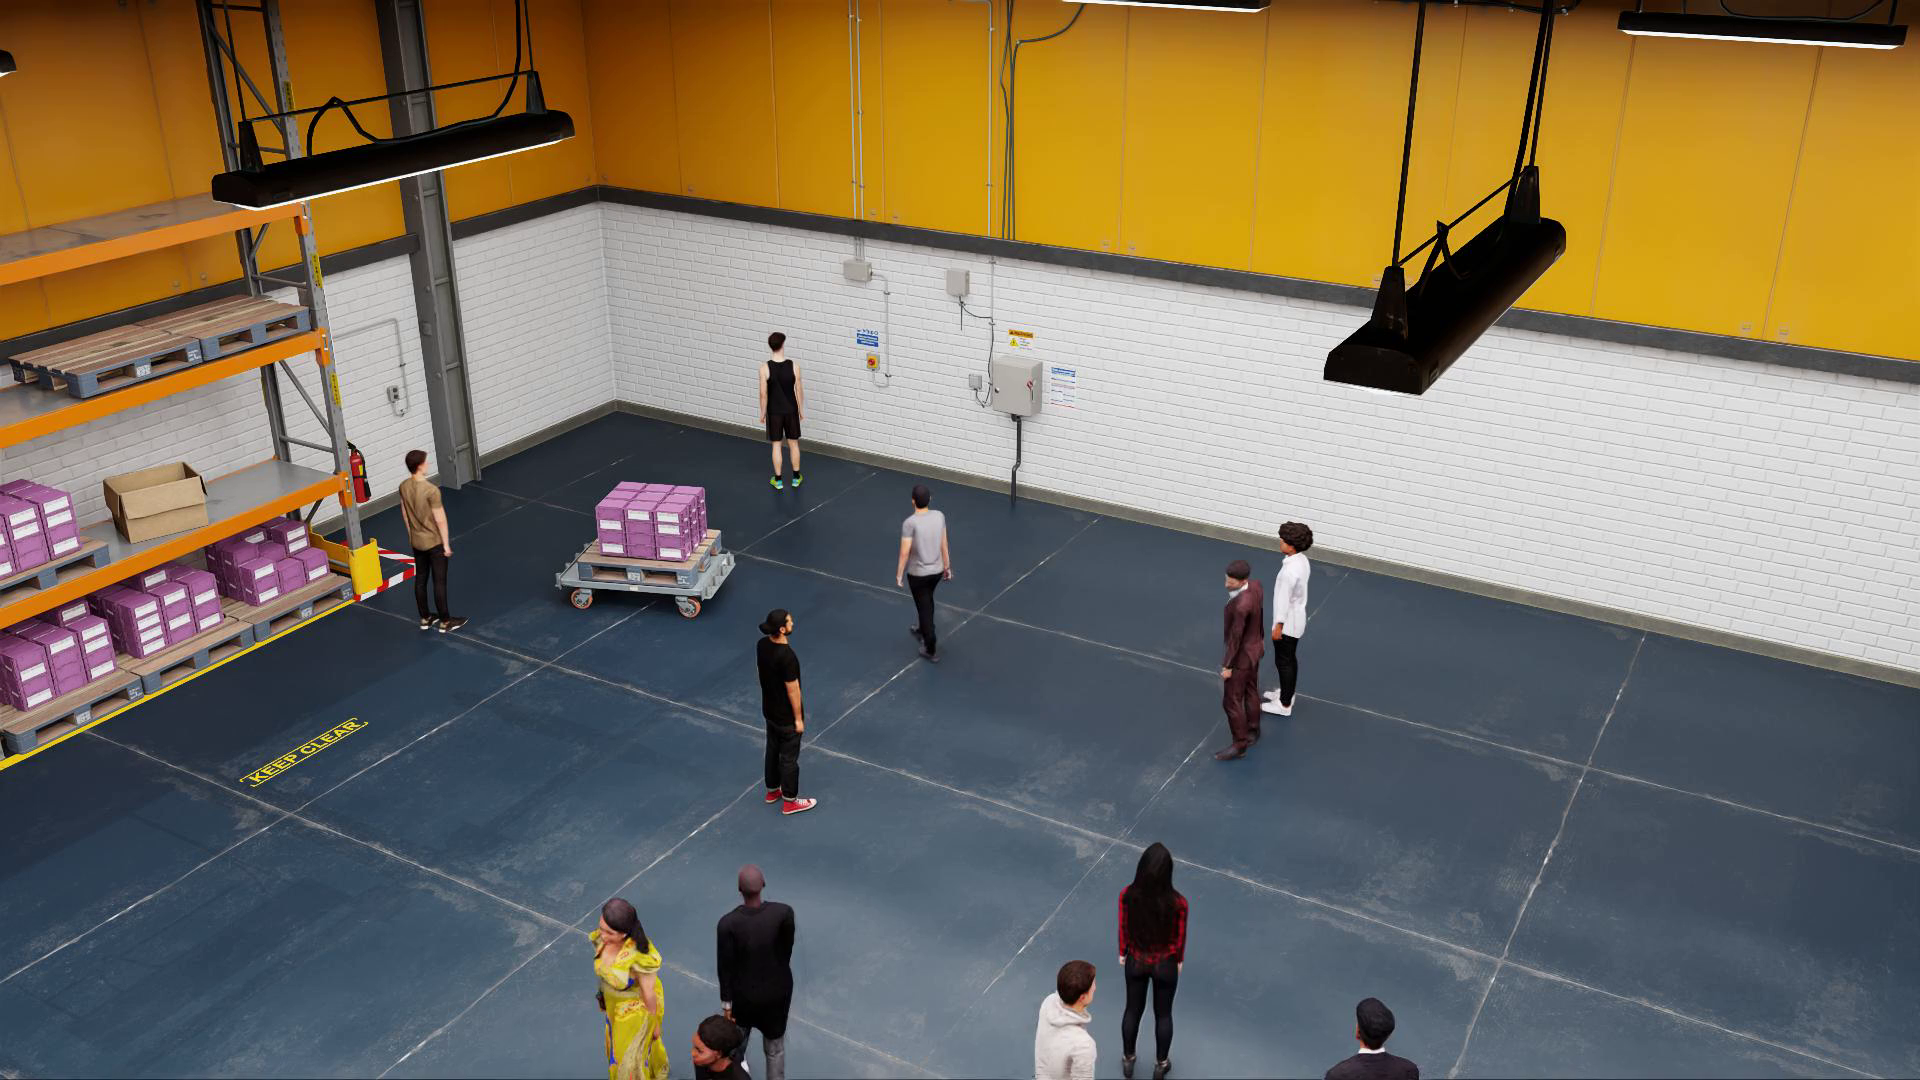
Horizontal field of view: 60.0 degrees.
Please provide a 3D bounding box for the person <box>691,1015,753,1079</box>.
[{"bbox_3d":[-1.209,3.244,9.067,0.746,1.645,1.119,21,31,39],"label":"person"}]

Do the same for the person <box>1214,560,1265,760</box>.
[{"bbox_3d":[2.449,0.947,14.080,0.942,1.838,0.484,19,30,36],"label":"person"}]

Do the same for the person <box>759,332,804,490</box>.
[{"bbox_3d":[-2.105,-1.529,19.678,0.757,1.891,0.808,-5,24,-11],"label":"person"}]

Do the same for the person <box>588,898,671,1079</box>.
[{"bbox_3d":[-1.921,2.816,10.070,0.918,1.625,1.046,22,32,40],"label":"person"}]

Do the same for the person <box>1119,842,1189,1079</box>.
[{"bbox_3d":[1.200,2.656,10.407,0.637,1.648,0.610,6,24,13],"label":"person"}]

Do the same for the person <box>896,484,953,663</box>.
[{"bbox_3d":[-0.281,0.327,15.626,0.928,1.735,0.912,-18,29,-35],"label":"person"}]

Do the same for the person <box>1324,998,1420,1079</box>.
[{"bbox_3d":[2.109,3.306,8.668,0.902,1.850,0.955,-3,24,-8],"label":"person"}]

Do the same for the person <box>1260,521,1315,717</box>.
[{"bbox_3d":[2.914,0.683,14.718,0.710,1.810,0.525,10,25,21],"label":"person"}]

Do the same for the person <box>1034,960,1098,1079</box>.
[{"bbox_3d":[0.484,3.119,9.111,0.818,1.838,0.791,-12,26,-26],"label":"person"}]

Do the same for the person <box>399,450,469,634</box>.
[{"bbox_3d":[-5.198,0.004,16.223,0.656,1.850,0.563,12,26,25],"label":"person"}]

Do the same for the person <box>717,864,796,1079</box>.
[{"bbox_3d":[-1.185,2.786,10.002,1.041,1.733,1.109,-6,24,-13],"label":"person"}]

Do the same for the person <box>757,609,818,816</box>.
[{"bbox_3d":[-1.422,1.349,13.260,0.671,1.758,0.701,-19,30,-37],"label":"person"}]
